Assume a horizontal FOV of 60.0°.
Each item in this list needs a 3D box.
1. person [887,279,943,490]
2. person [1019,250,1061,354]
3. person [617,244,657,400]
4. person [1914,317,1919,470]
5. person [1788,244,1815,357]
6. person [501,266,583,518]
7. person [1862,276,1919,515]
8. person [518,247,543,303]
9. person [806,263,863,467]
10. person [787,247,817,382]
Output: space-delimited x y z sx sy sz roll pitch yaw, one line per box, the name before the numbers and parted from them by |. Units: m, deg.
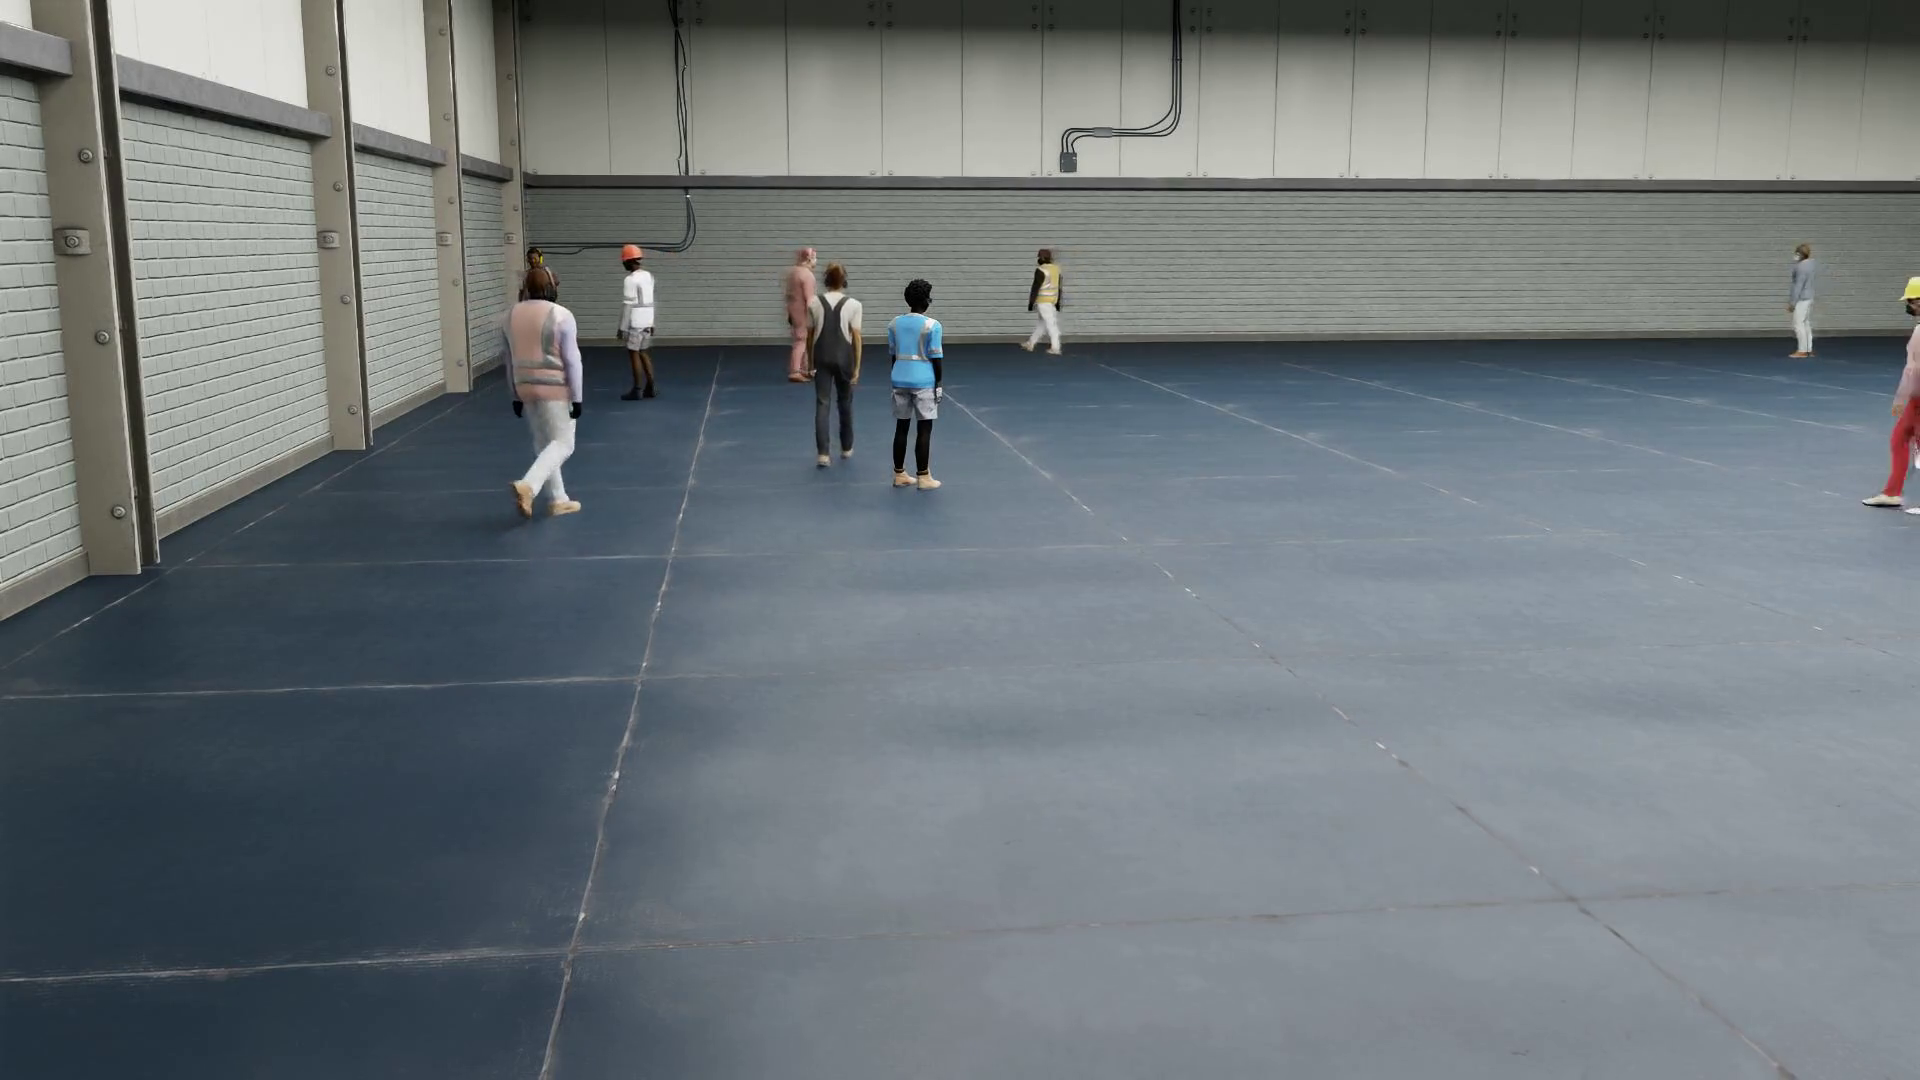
person | -0.351 -1.246 13.369 0.530 1.689 0.321 7 13 34
person | 1.400 -4.132 28.892 0.941 1.791 0.657 7 12 33
person | -4.016 -2.691 20.633 0.408 1.924 0.599 4 11 20
person | 8.612 -1.561 14.436 0.585 1.929 0.371 0 10 2
person | 14.140 -4.002 27.917 0.353 1.908 0.717 9 13 40
person | -2.986 -1.040 11.879 0.637 1.820 0.749 5 12 26
person | 6.959 -1.054 12.179 0.753 1.732 0.573 9 14 41
person | -6.064 -3.237 23.781 0.517 1.875 0.324 -1 10 -6
person | -1.124 -1.562 14.837 0.532 1.798 0.993 0 10 3
person | -2.129 -3.138 23.198 0.648 1.880 0.676 -4 11 -21
